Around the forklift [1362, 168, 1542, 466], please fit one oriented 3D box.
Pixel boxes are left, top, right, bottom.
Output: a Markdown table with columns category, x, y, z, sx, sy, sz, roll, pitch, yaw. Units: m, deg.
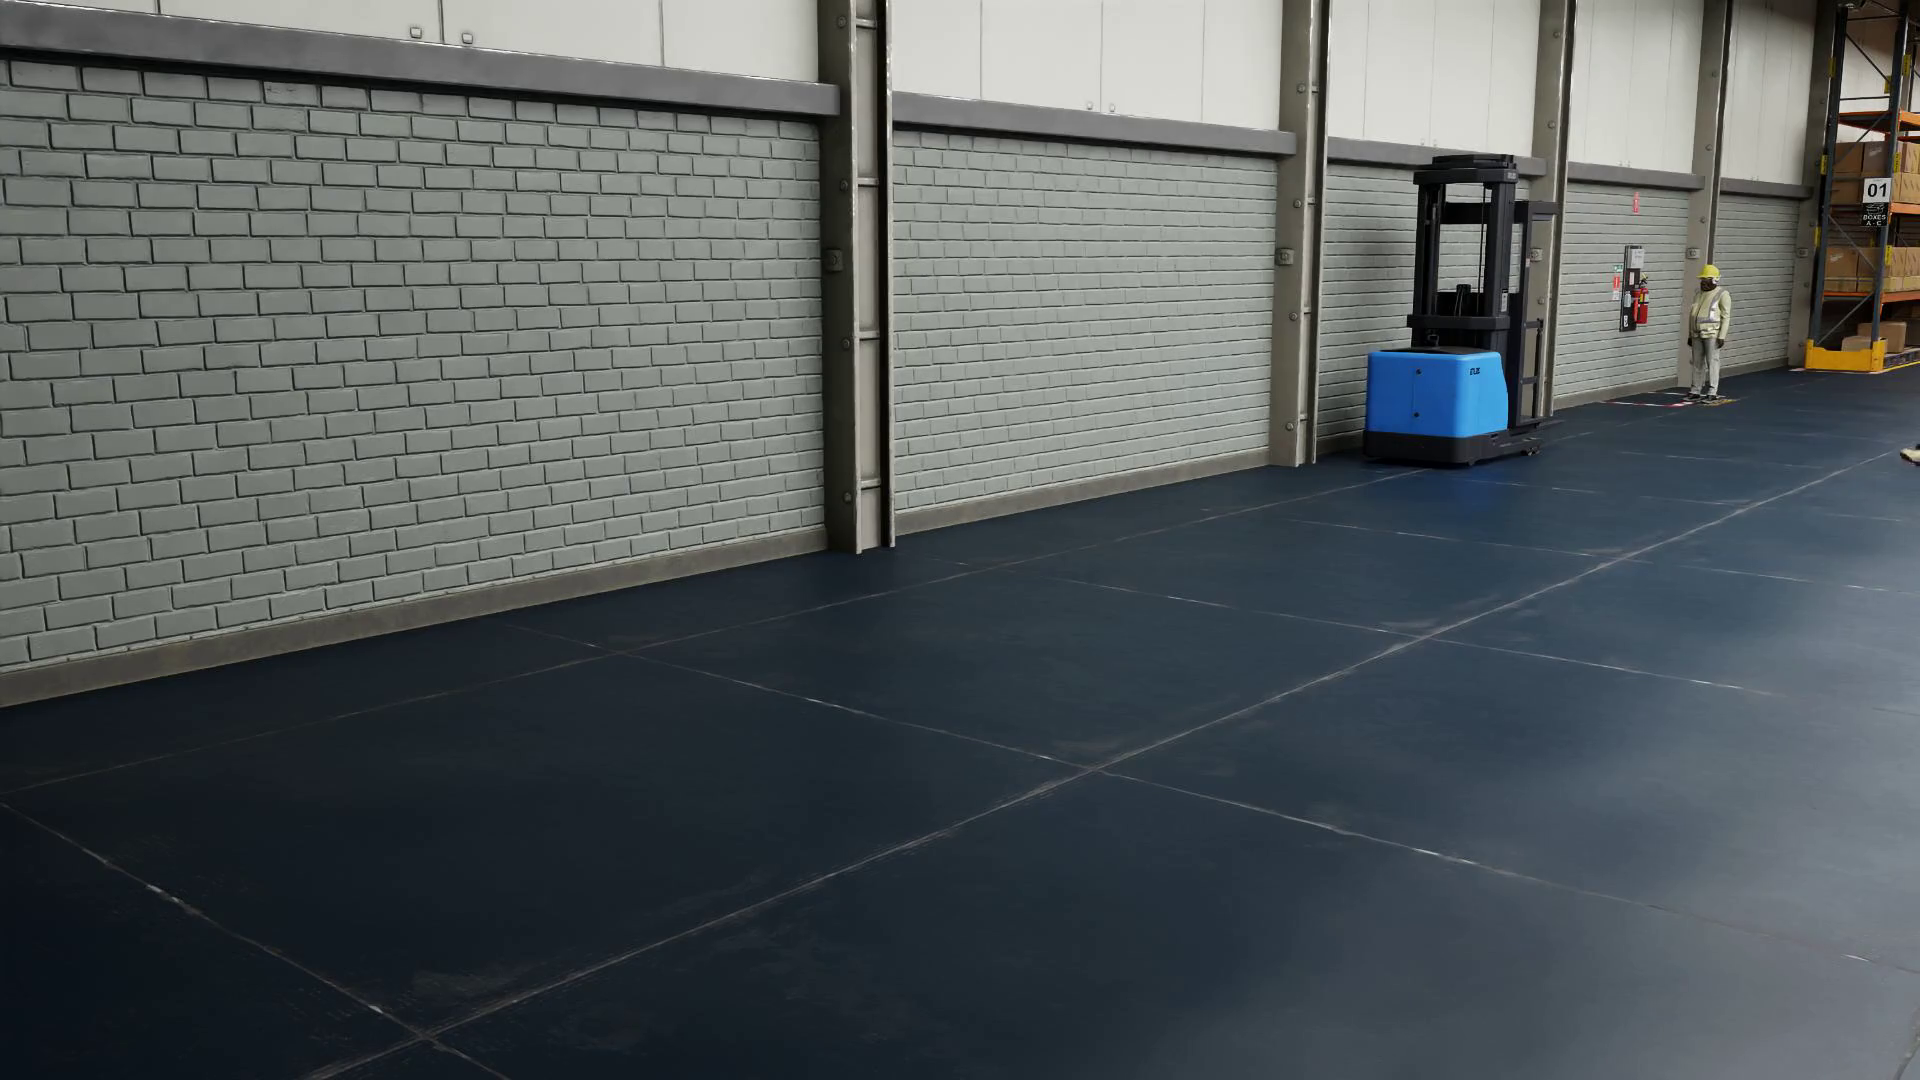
| category | x | y | z | sx | sy | sz | roll | pitch | yaw |
| --- | --- | --- | --- | --- | --- | --- | --- | --- | --- |
| forklift | 4.875 | -2.212 | 16.287 | 1.129 | 2.768 | 1.873 | 8 | 13 | 40 |

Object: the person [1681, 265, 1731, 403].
| category | x | y | z | sx | sy | sz | roll | pitch | yaw |
| --- | --- | --- | --- | --- | --- | --- | --- | --- | --- |
| person | 9.961 | -2.750 | 22.211 | 0.403 | 1.830 | 0.601 | -4 | 11 | -24 |

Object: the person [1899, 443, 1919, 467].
| category | x | y | z | sx | sy | sz | roll | pitch | yaw |
| --- | --- | --- | --- | --- | --- | --- | --- | --- | --- |
| person | 9.370 | -1.631 | 15.366 | 1.046 | 2.000 | 0.699 | -2 | 10 | -10 |
